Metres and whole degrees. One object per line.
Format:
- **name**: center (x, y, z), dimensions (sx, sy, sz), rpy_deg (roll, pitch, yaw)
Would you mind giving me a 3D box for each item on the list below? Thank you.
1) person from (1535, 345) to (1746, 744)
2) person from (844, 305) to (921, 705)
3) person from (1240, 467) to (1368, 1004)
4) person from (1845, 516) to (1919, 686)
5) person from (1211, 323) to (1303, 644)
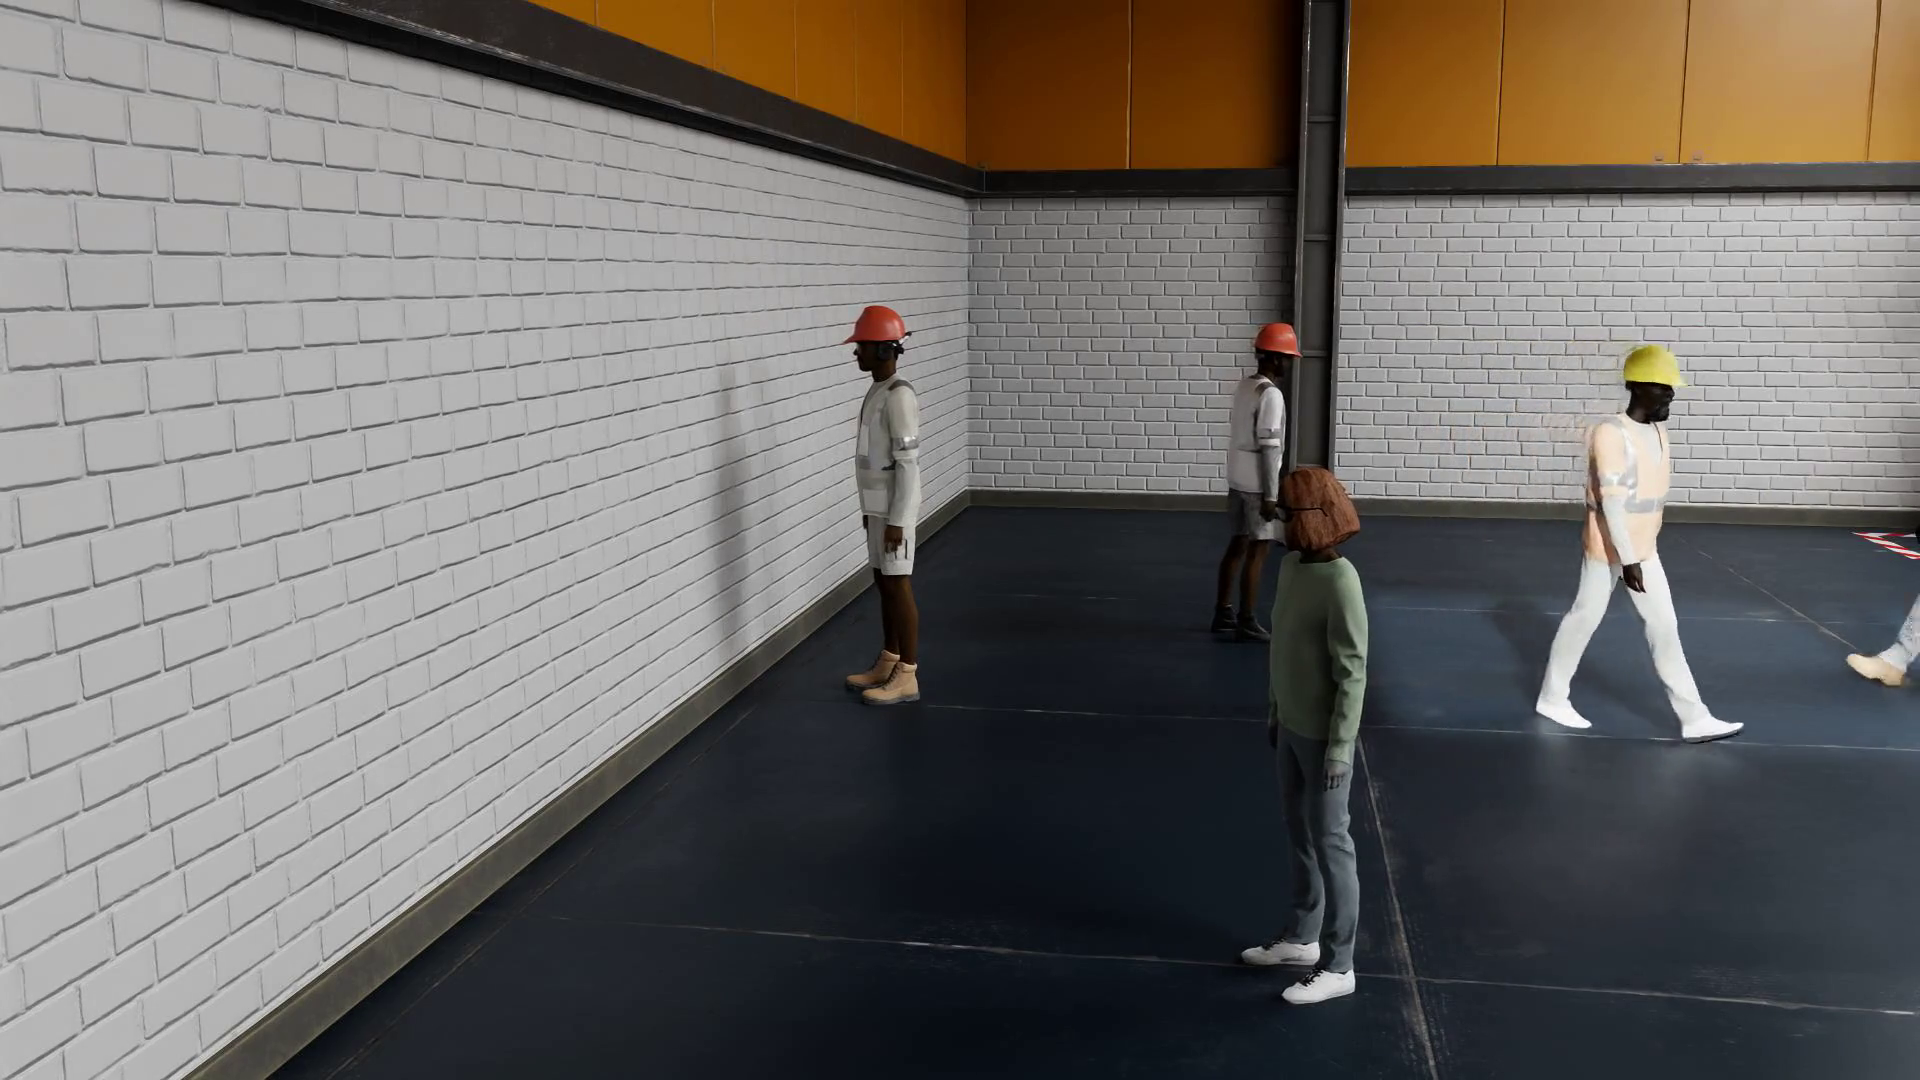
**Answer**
- **person**: center (3.189, 0.029, 7.833), dimensions (0.604, 1.868, 1.011), rpy_deg (-7, 11, -36)
- **person**: center (-0.397, -0.176, 8.563), dimensions (0.385, 2.045, 0.605), rpy_deg (-2, 9, -15)
- **person**: center (1.069, 0.590, 5.085), dimensions (0.274, 1.632, 0.503), rpy_deg (-2, 9, -11)
- **person**: center (5.305, -0.096, 8.856), dimensions (0.955, 1.788, 0.655), rpy_deg (3, 9, 15)
- **person**: center (1.810, -0.342, 10.005), dimensions (0.468, 1.916, 0.540), rpy_deg (-2, 9, -12)
